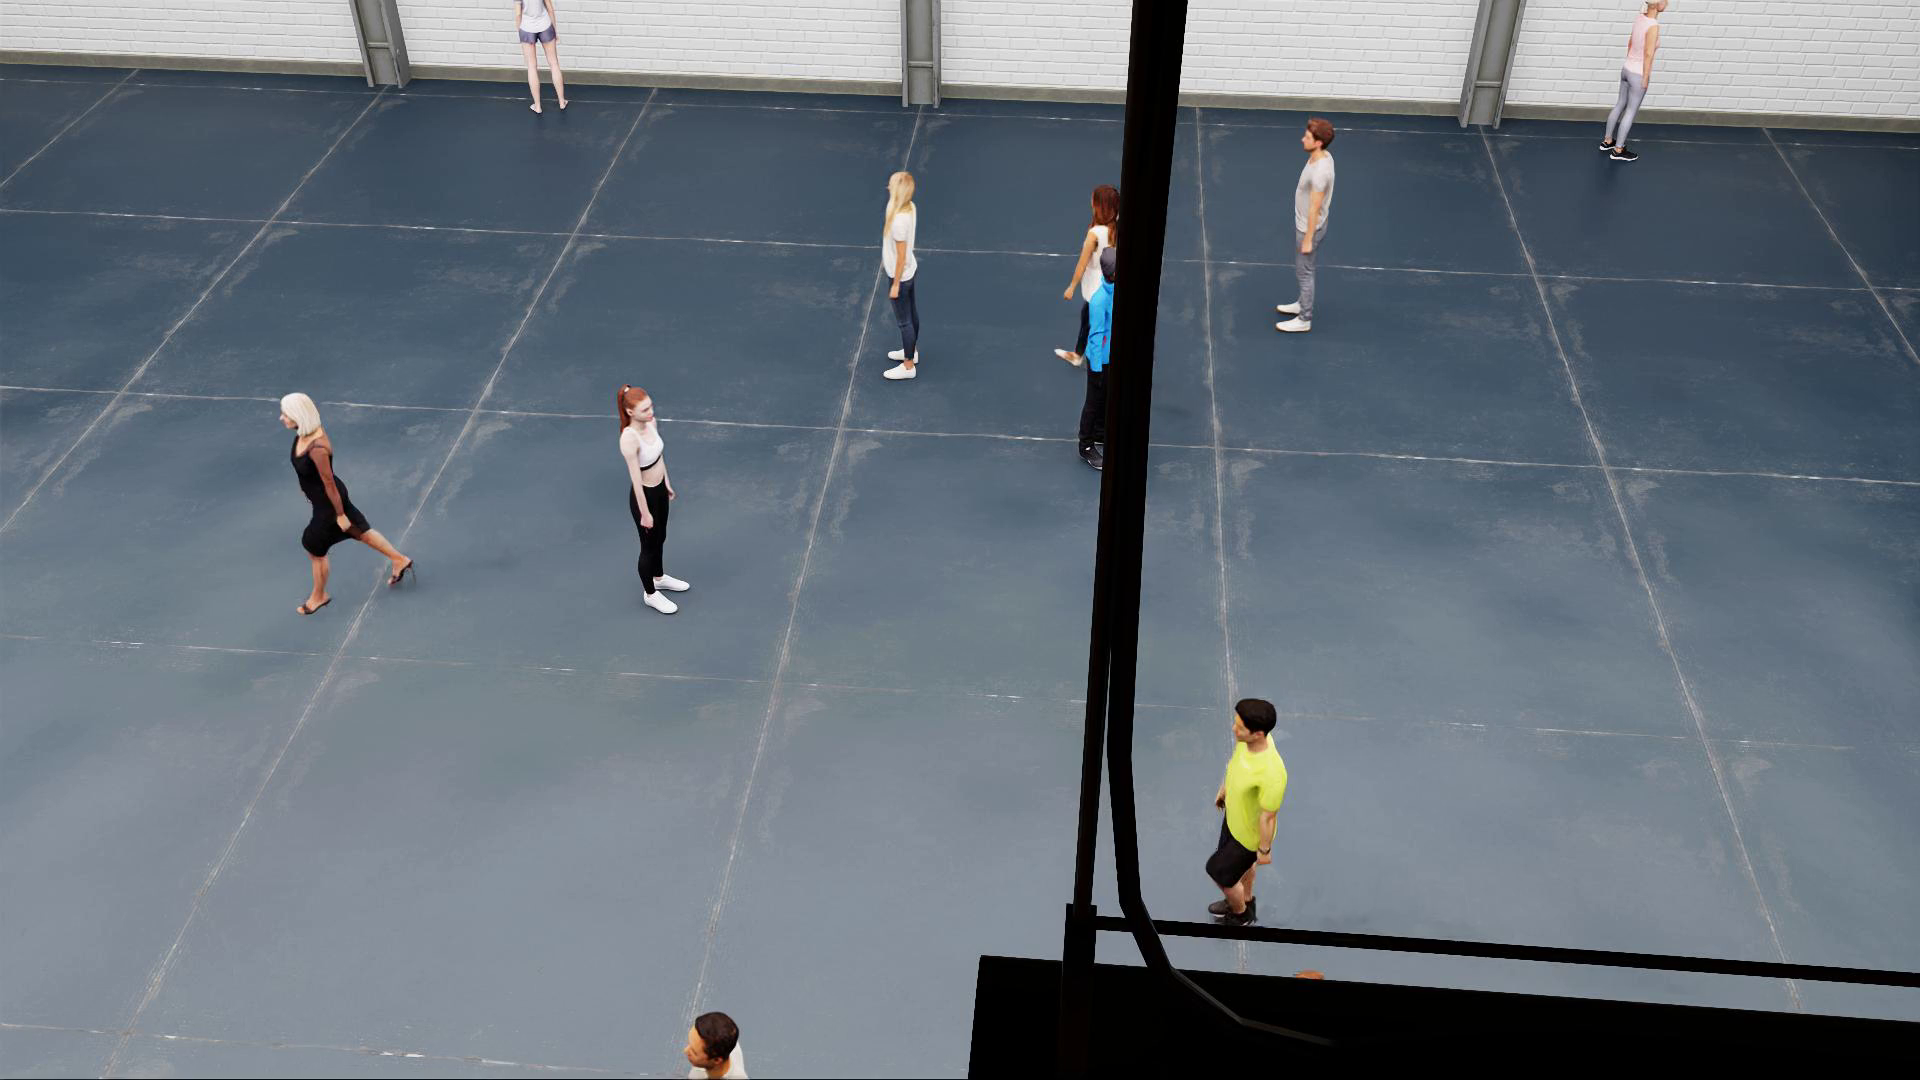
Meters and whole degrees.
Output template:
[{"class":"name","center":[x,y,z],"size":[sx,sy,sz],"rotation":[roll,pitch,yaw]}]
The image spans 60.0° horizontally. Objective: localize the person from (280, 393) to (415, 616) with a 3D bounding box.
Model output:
[{"class":"person","center":[-4.151,-0.270,11.190],"size":[1.144,1.707,0.953],"rotation":[-17,42,-20]}]

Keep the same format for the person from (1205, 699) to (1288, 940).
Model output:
[{"class":"person","center":[1.629,1.498,8.986],"size":[0.694,1.694,0.707],"rotation":[-6,39,-7]}]

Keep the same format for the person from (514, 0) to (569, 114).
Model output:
[{"class":"person","center":[-4.472,-5.390,17.552],"size":[0.630,1.767,0.725],"rotation":[-14,41,-16]}]

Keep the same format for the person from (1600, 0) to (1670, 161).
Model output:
[{"class":"person","center":[6.795,-4.699,16.720],"size":[0.568,1.725,0.595],"rotation":[-5,39,-6]}]

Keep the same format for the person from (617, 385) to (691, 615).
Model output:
[{"class":"person","center":[-2.098,-0.288,11.184],"size":[0.569,1.742,0.617],"rotation":[9,39,11]}]

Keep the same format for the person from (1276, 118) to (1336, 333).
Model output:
[{"class":"person","center":[2.959,-2.652,14.023],"size":[0.557,1.893,0.659],"rotation":[5,39,7]}]

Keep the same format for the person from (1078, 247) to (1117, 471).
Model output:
[{"class":"person","center":[1.090,-1.395,12.528],"size":[0.688,1.794,0.698],"rotation":[21,43,24]}]

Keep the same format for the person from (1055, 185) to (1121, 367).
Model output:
[{"class":"person","center":[1.205,-1.965,13.269],"size":[1.010,1.760,0.837],"rotation":[20,43,24]}]

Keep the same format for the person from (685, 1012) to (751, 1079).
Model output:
[{"class":"person","center":[-1.022,2.677,7.415],"size":[0.734,1.812,0.738],"rotation":[-16,41,-20]}]

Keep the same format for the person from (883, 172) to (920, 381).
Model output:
[{"class":"person","center":[-0.457,-2.146,13.456],"size":[0.494,1.809,0.588],"rotation":[4,39,5]}]
